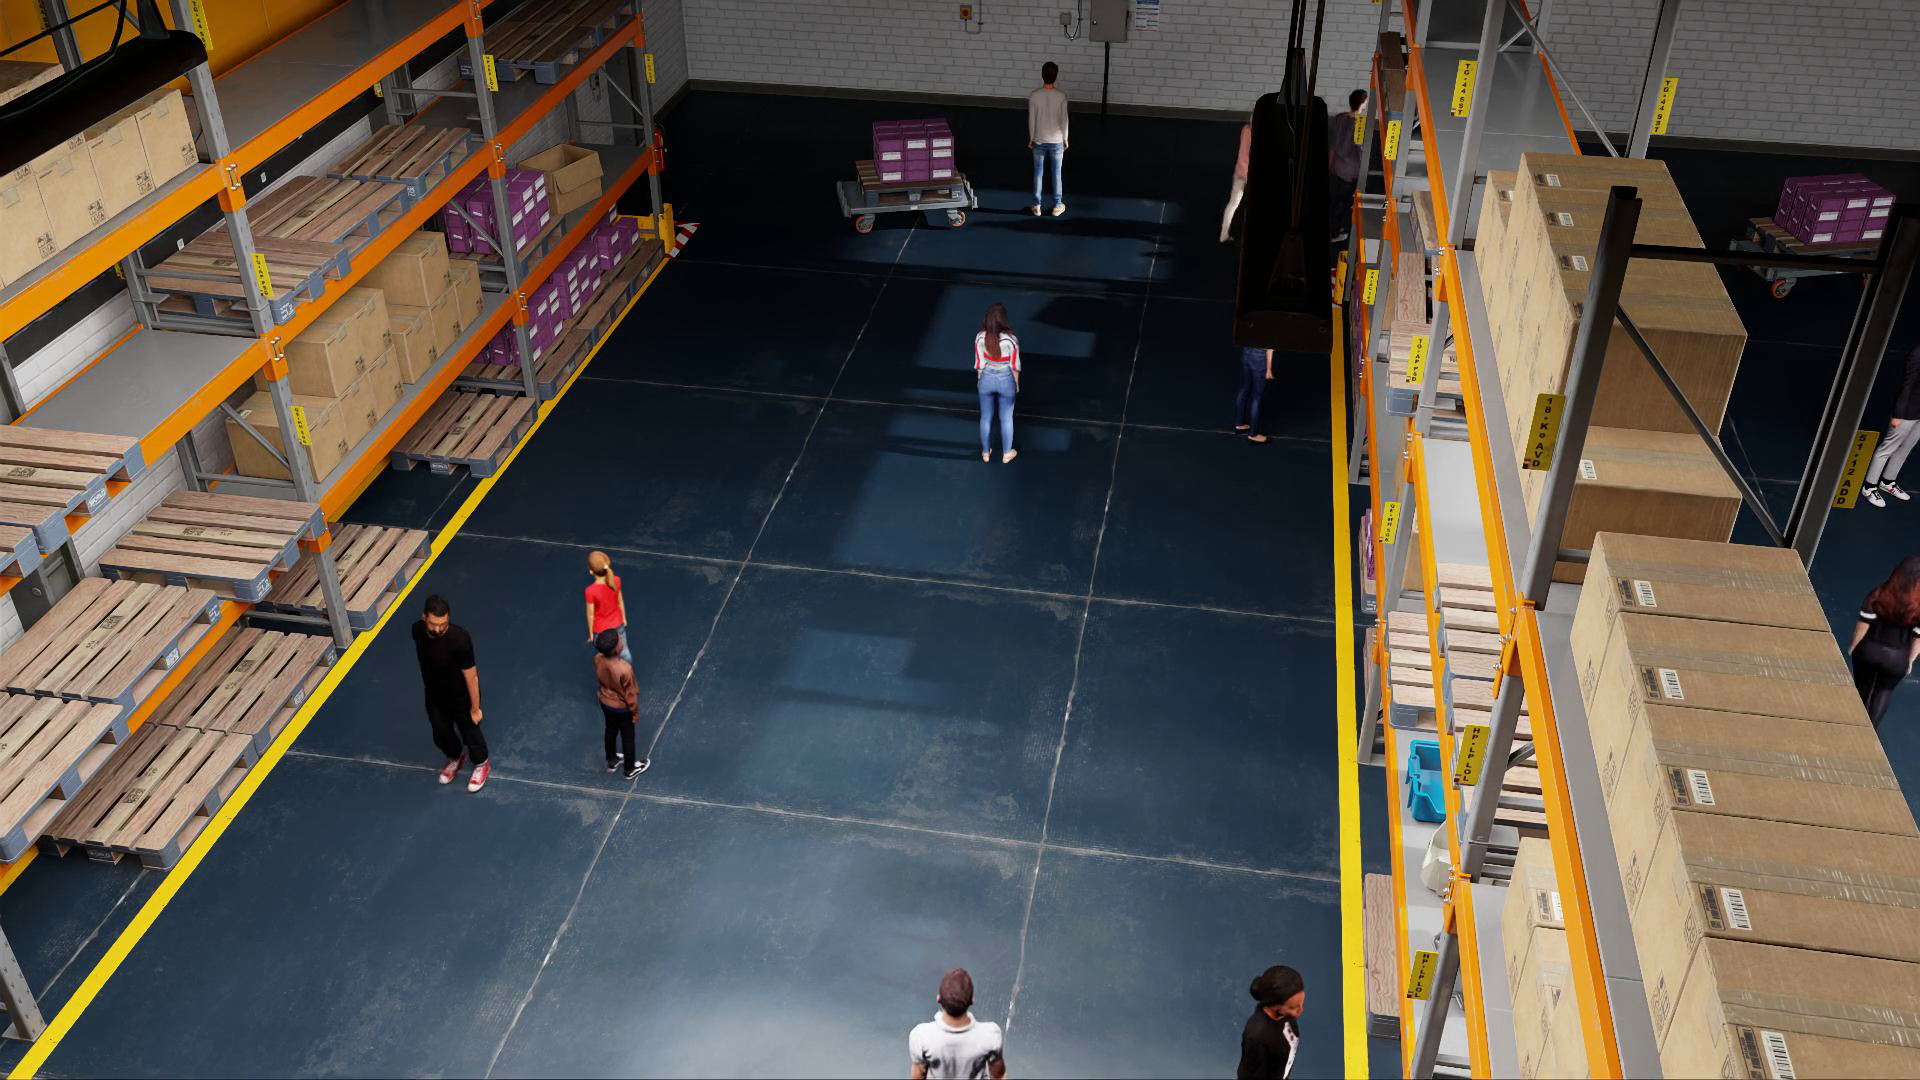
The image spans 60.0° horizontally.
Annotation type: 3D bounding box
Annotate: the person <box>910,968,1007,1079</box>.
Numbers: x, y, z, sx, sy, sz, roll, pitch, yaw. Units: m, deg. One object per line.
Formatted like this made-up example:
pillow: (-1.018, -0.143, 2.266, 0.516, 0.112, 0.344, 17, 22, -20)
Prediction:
person: (-0.011, 2.932, 8.657, 0.704, 1.851, 0.633, -2, 34, -4)

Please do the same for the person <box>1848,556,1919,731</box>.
person: (6.636, 0.858, 11.977, 0.736, 1.629, 0.895, 15, 36, 21)

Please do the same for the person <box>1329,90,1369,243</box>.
person: (4.510, -4.408, 19.708, 0.885, 1.842, 0.788, -15, 36, -21)

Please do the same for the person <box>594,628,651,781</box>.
person: (-2.450, 1.160, 11.864, 0.578, 1.252, 0.583, 21, 39, 28)

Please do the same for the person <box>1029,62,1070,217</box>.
person: (1.084, -4.910, 20.406, 0.655, 1.906, 0.579, 4, 34, 6)

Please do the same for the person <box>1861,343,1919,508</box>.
person: (8.519, -1.226, 14.823, 0.799, 1.950, 0.793, -13, 36, -18)

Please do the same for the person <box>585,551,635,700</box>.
person: (-2.656, 0.652, 12.580, 0.542, 1.306, 0.614, -27, 42, -34)

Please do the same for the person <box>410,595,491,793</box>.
person: (-3.532, 1.039, 11.624, 0.686, 1.720, 0.652, 17, 37, 24)

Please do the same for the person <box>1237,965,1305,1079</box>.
person: (1.605, 2.887, 8.883, 0.724, 1.675, 0.585, 19, 38, 26)

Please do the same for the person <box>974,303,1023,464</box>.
person: (0.347, -1.467, 15.489, 0.595, 1.614, 0.519, 7, 34, 11)

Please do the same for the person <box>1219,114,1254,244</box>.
person: (3.360, -4.311, 19.721, 1.192, 1.666, 1.059, -25, 41, -32)
